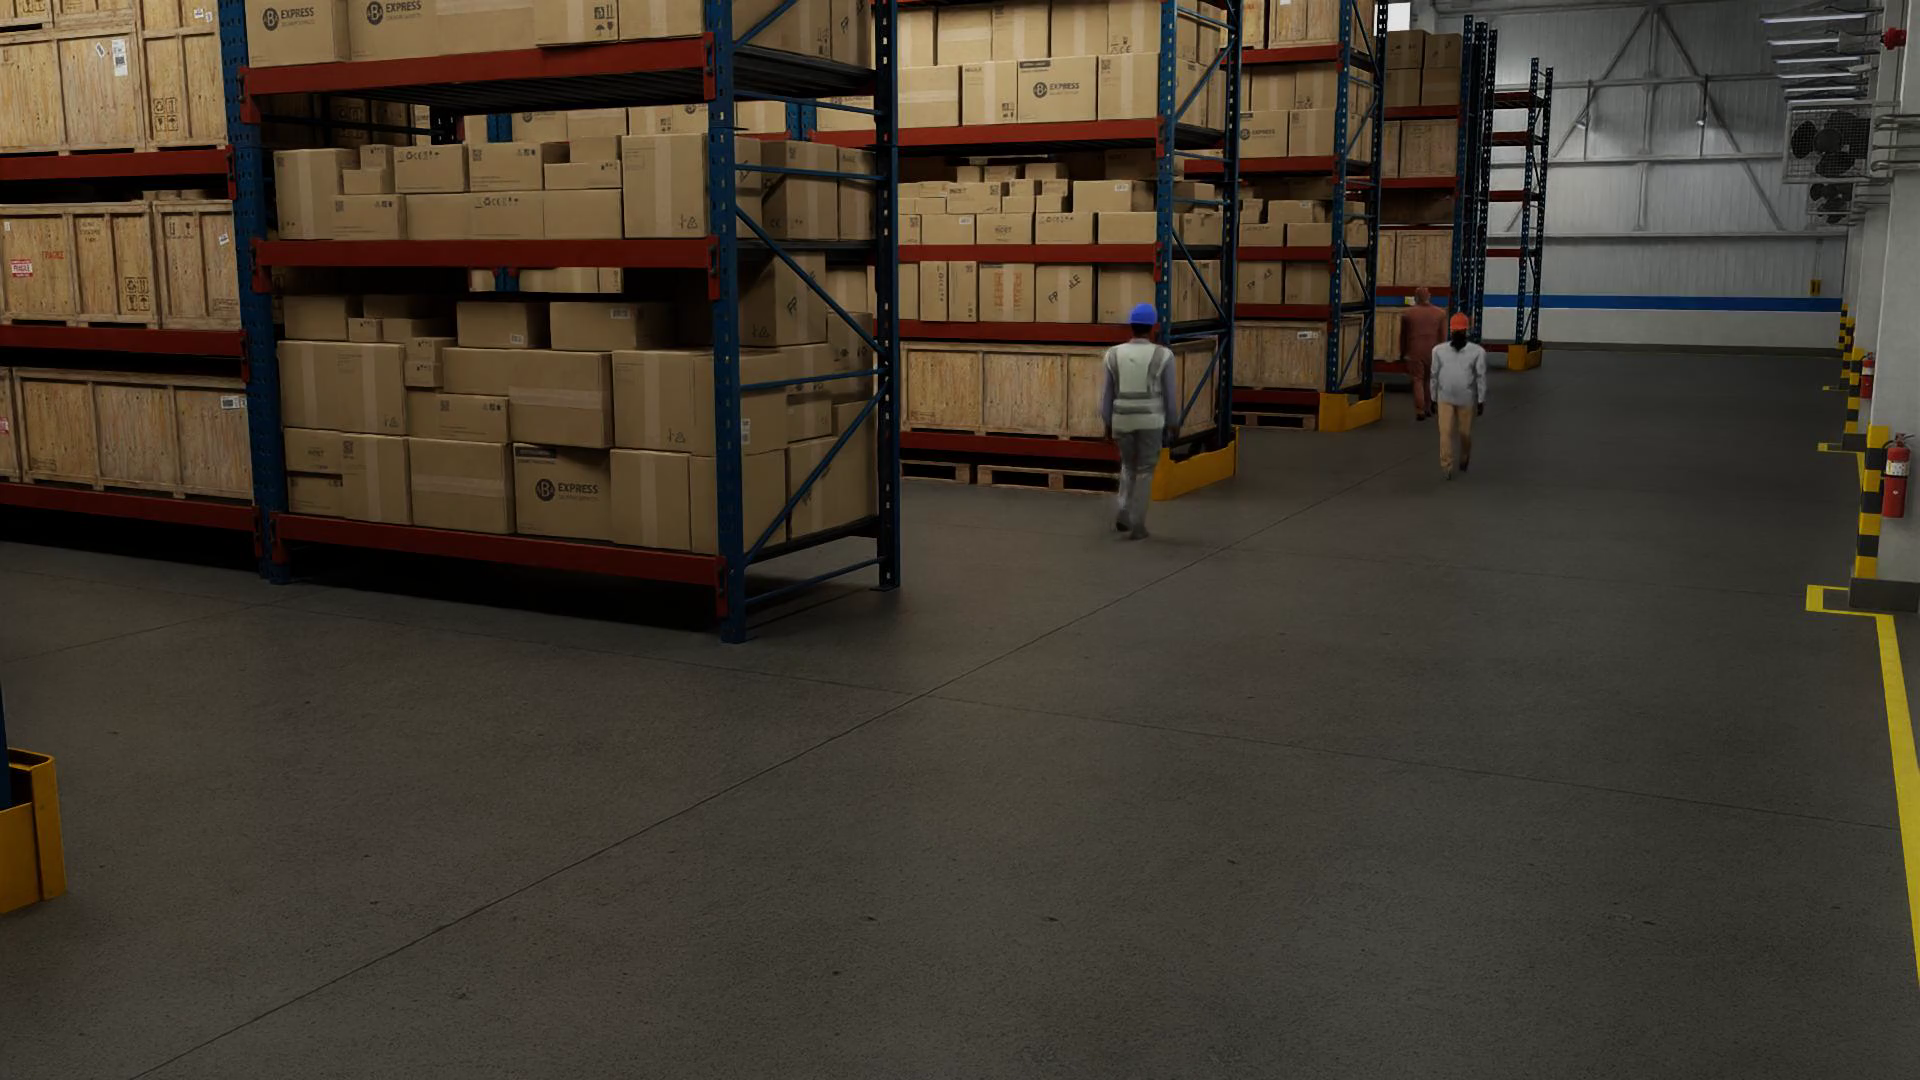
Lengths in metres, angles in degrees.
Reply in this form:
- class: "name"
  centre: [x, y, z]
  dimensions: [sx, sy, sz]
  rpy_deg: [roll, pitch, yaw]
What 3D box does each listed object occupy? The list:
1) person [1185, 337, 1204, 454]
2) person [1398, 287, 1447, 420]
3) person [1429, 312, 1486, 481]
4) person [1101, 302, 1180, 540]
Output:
- class: "person"
  centre: [2.448, -1.916, 19.189]
  dimensions: [0.552, 1.911, 0.879]
  rpy_deg: [-8, 12, -38]
- class: "person"
  centre: [6.497, -2.610, 23.363]
  dimensions: [0.653, 1.860, 0.956]
  rpy_deg: [0, 10, 2]
- class: "person"
  centre: [5.150, -1.497, 17.227]
  dimensions: [0.569, 1.733, 0.639]
  rpy_deg: [4, 11, 22]
- class: "person"
  centre: [1.488, -0.965, 13.573]
  dimensions: [0.622, 1.928, 0.448]
  rpy_deg: [5, 11, 28]
